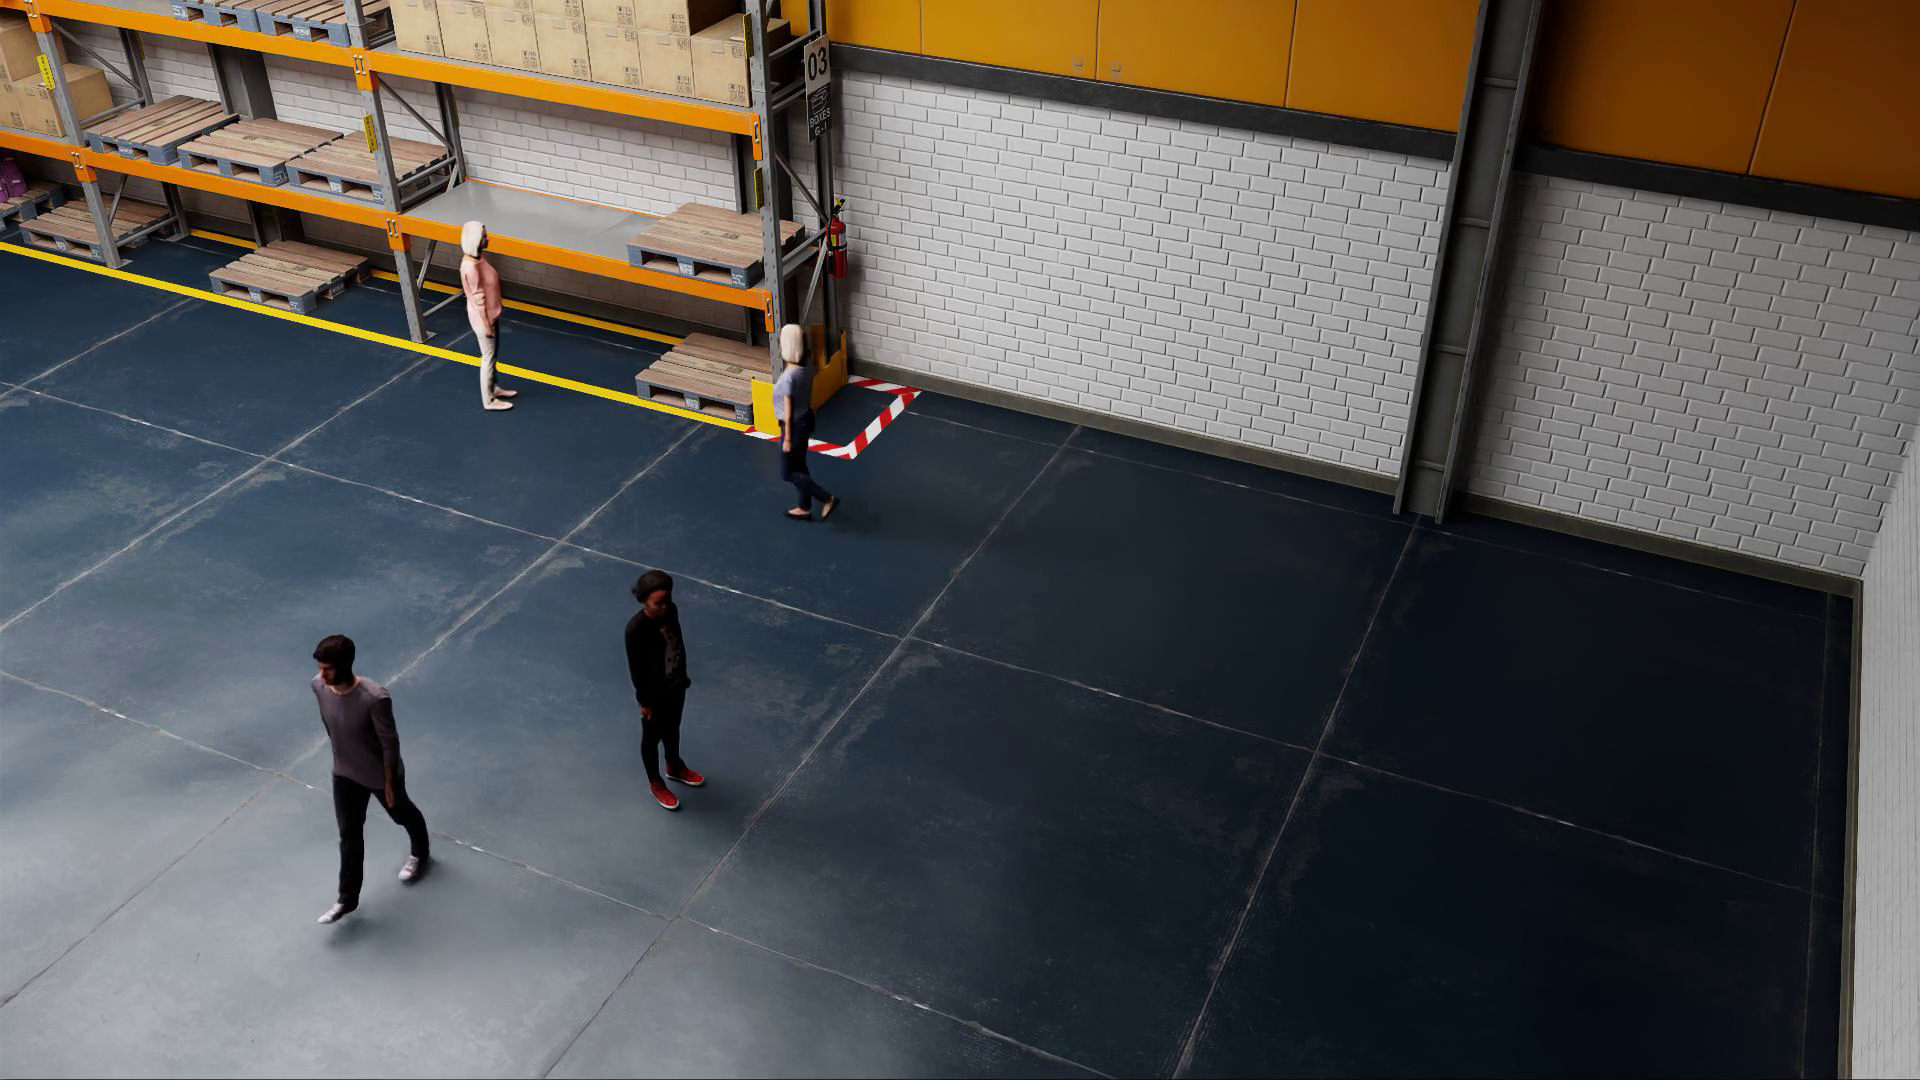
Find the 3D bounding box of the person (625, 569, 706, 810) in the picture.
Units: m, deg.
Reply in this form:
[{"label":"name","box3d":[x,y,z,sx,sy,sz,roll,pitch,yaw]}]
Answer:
[{"label":"person","box3d":[-1.840,0.879,10.169,0.571,1.674,0.623,20,39,28]}]

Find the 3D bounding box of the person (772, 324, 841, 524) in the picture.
[{"label":"person","box3d":[-1.171,-0.848,12.733,0.783,1.712,0.644,9,35,13]}]

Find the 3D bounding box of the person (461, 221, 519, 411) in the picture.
[{"label":"person","box3d":[-4.116,-1.952,14.383,0.697,1.724,0.669,-6,34,-9]}]

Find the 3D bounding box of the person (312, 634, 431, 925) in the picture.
[{"label":"person","box3d":[-3.315,1.244,9.487,1.005,1.821,0.835,11,35,16]}]
